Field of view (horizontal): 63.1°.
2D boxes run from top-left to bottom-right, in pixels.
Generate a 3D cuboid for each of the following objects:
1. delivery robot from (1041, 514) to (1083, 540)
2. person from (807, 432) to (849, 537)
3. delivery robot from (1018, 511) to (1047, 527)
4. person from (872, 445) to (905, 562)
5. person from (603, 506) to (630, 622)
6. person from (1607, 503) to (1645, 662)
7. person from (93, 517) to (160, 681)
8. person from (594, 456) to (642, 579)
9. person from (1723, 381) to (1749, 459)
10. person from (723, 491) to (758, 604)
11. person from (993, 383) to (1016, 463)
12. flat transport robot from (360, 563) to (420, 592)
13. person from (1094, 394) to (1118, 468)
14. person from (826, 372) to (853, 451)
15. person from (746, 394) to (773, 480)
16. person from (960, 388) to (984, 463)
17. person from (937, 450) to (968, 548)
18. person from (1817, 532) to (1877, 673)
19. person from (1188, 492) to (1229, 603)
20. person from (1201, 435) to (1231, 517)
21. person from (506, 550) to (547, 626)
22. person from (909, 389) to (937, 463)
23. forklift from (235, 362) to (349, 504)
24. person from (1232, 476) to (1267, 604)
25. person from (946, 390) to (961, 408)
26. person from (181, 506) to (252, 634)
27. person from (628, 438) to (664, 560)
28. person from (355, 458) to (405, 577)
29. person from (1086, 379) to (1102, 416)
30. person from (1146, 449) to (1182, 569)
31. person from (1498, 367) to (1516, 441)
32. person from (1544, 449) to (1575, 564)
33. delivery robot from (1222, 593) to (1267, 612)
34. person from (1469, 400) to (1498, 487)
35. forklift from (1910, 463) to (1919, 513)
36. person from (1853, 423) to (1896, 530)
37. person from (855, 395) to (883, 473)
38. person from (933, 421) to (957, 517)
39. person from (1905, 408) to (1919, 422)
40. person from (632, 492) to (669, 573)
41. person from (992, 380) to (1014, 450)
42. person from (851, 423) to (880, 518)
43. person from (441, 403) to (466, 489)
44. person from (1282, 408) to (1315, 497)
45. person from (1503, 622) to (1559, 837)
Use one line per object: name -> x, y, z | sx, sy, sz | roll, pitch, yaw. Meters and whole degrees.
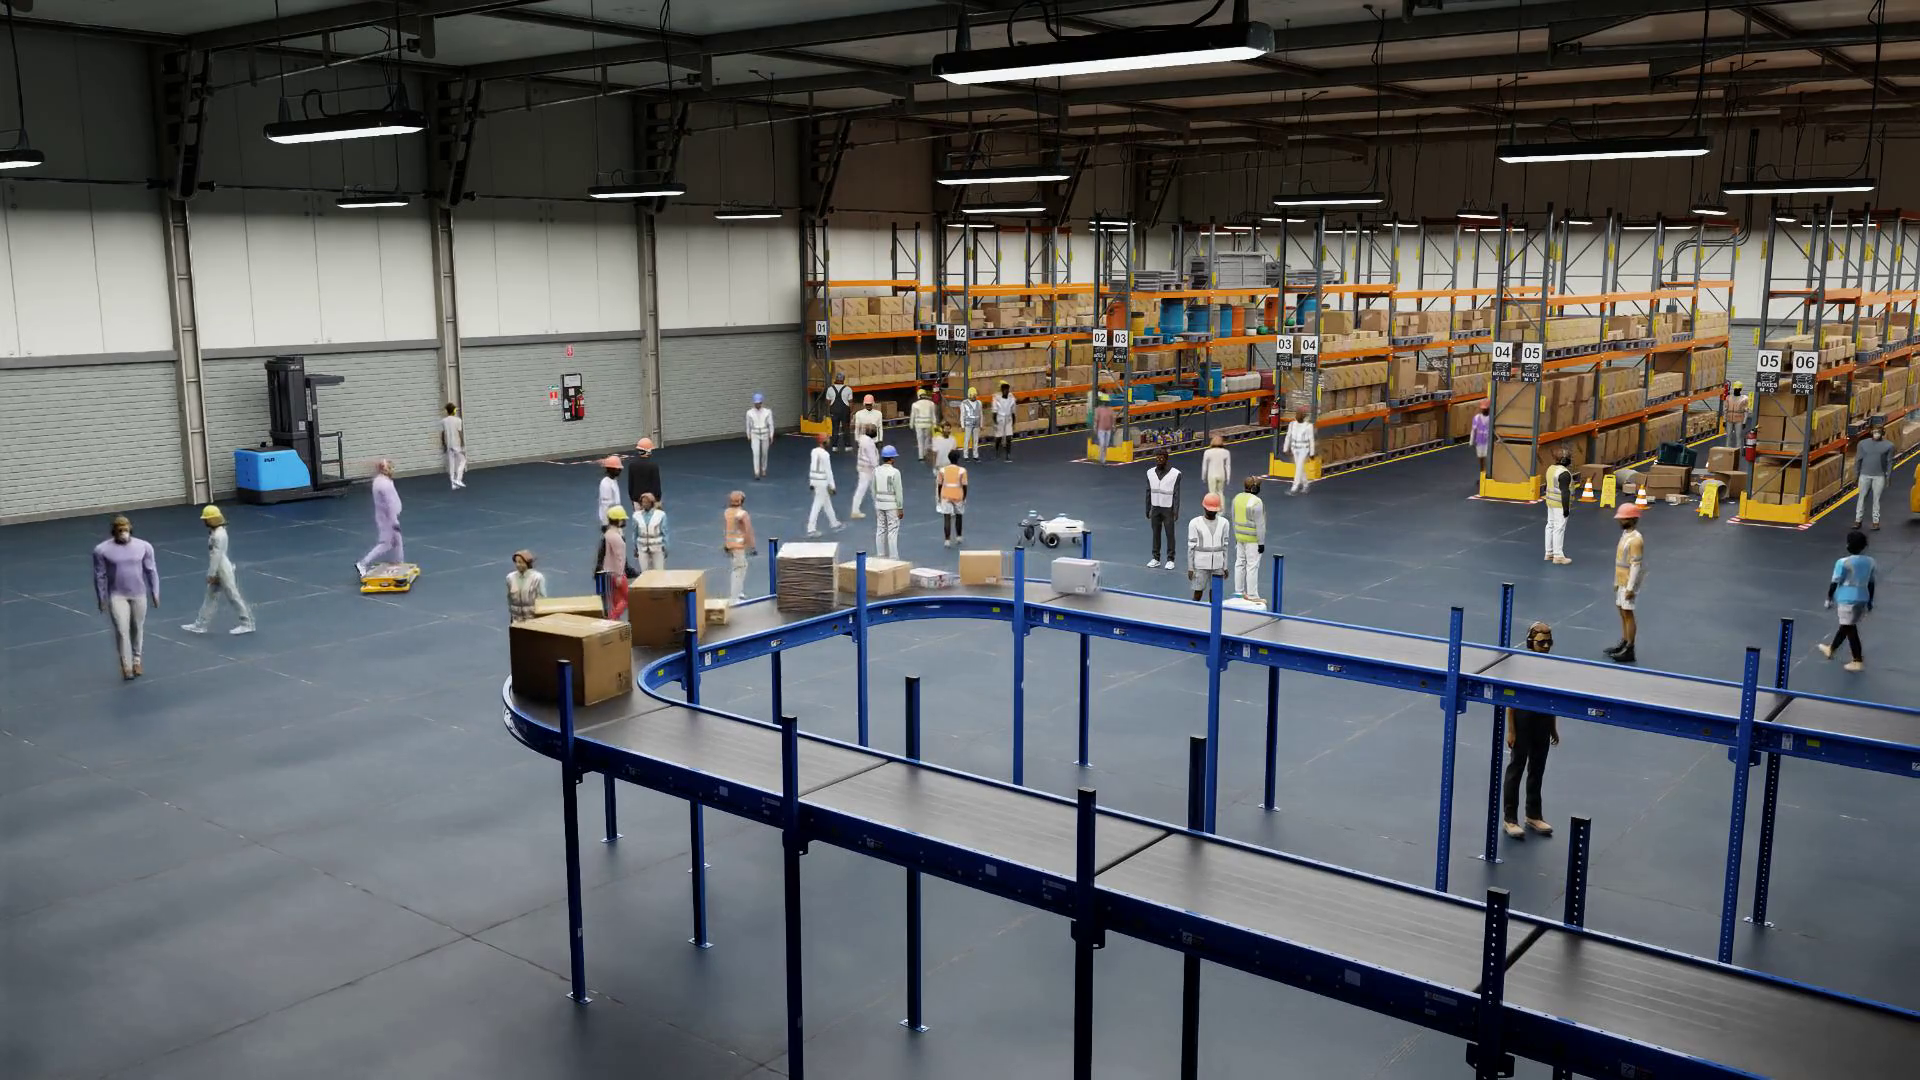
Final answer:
delivery robot -> 1.758, -0.212, 26.941 | 0.707, 0.478, 0.477 | -2, 11, -9
person -> -2.354, -0.991, 27.859 | 0.948, 1.837, 0.616 | -5, 11, -27
delivery robot -> 1.267, -0.393, 27.237 | 0.335, 0.223, 0.698 | 7, 12, 33
person -> -1.141, -0.542, 25.030 | 0.605, 1.948, 0.390 | 9, 13, 40
person -> -4.401, 0.424, 20.159 | 0.359, 1.755, 0.525 | -5, 11, -25
person -> 8.172, 0.511, 19.199 | 0.393, 1.918, 0.623 | 2, 10, 12
person -> -9.658, 0.689, 18.208 | 0.655, 1.906, 0.900 | -7, 12, -35
person -> -5.233, -0.338, 23.993 | 0.900, 1.897, 0.567 | 0, 10, -1
person -> 19.192, -2.969, 38.741 | 0.360, 1.930, 0.589 | -8, 13, -39
person -> -3.130, 0.104, 22.317 | 0.528, 1.617, 0.538 | -8, 13, -38
person -> 1.072, -2.876, 38.177 | 0.637, 1.943, 0.622 | -2, 10, -11
flat transport robot -> -8.628, 0.555, 23.698 | 0.652, 0.197, 1.431 | -2, 10, -11
person -> 3.490, -2.596, 37.176 | 0.529, 1.744, 0.682 | -5, 11, -26
person -> -3.076, -3.300, 40.413 | 0.688, 2.000, 0.539 | 1, 10, 7
person -> -4.523, -2.356, 35.356 | 0.599, 1.912, 0.971 | -2, 10, -9
person -> 0.301, -2.798, 38.083 | 0.625, 1.825, 0.451 | -5, 11, -26
person -> -0.126, -0.722, 26.855 | 0.555, 1.635, 0.874 | 1, 10, 8
person -> 10.619, 0.713, 18.768 | 0.552, 1.648, 0.843 | -3, 10, -14
person -> 3.213, 0.334, 20.163 | 0.551, 1.924, 0.384 | -2, 10, -10
person -> 4.827, -1.188, 29.615 | 0.514, 1.609, 0.630 | -2, 10, -9
person -> -4.935, 0.893, 17.930 | 0.525, 1.599, 0.839 | 2, 10, 13
person -> -0.926, -2.796, 38.227 | 0.640, 1.761, 0.889 | -3, 10, -14
forklift -> -13.803, -2.244, 32.110 | 1.129, 2.768, 1.873 | 8, 13, 37
person -> 4.141, 0.000, 22.283 | 0.429, 1.843, 0.632 | -5, 11, -27
person -> -0.120, -3.746, 43.817 | 0.539, 1.683, 0.444 | 6, 12, 31
person -> -9.732, 0.403, 20.388 | 0.875, 1.698, 0.504 | -5, 11, -26
person -> -5.139, -0.671, 25.625 | 0.610, 1.995, 0.384 | 5, 11, 26
person -> -8.835, -0.313, 23.951 | 0.835, 1.881, 0.653 | -5, 11, -24
person -> 3.561, -3.410, 41.697 | 0.551, 1.751, 0.358 | 10, 14, 44
person -> 3.237, -0.508, 24.956 | 0.589, 1.914, 0.377 | 6, 12, 31
person -> 15.110, -3.737, 42.865 | 0.608, 2.011, 0.944 | 9, 13, 40
person -> 9.741, -0.554, 25.403 | 0.429, 1.844, 0.625 | -1, 10, -4
delivery robot -> 3.641, 0.935, 20.484 | 0.707, 0.478, 0.477 | 0, 10, 2
person -> 11.422, -2.122, 34.119 | 0.567, 1.882, 1.014 | 7, 12, 35
forklift -> 19.034, -1.348, 28.998 | 2.313, 2.155, 1.214 | 8, 13, 37
person -> 16.653, -1.160, 28.539 | 0.632, 1.940, 0.368 | 7, 12, 33
person -> -1.982, -2.185, 34.152 | 0.623, 1.990, 0.390 | -2, 10, -11
person -> -0.300, -1.387, 30.174 | 0.517, 1.823, 0.993 | -2, 10, -10
person -> 26.554, -3.697, 43.723 | 0.579, 1.618, 0.382 | -1, 10, -5
person -> -4.383, 0.127, 22.155 | 0.529, 1.632, 0.420 | 1, 10, 4
person -> 1.101, -3.254, 40.674 | 0.602, 1.816, 0.571 | -1, 10, -7
person -> -1.672, -1.321, 29.837 | 0.932, 1.798, 0.636 | -1, 10, -4
person -> -10.869, -2.024, 33.625 | 0.570, 1.855, 0.420 | 2, 10, 10
person -> 7.132, -1.856, 32.766 | 0.971, 1.841, 0.579 | -9, 13, -40
person -> 4.864, 1.597, 13.284 | 0.507, 1.846, 0.345 | -3, 11, -19
